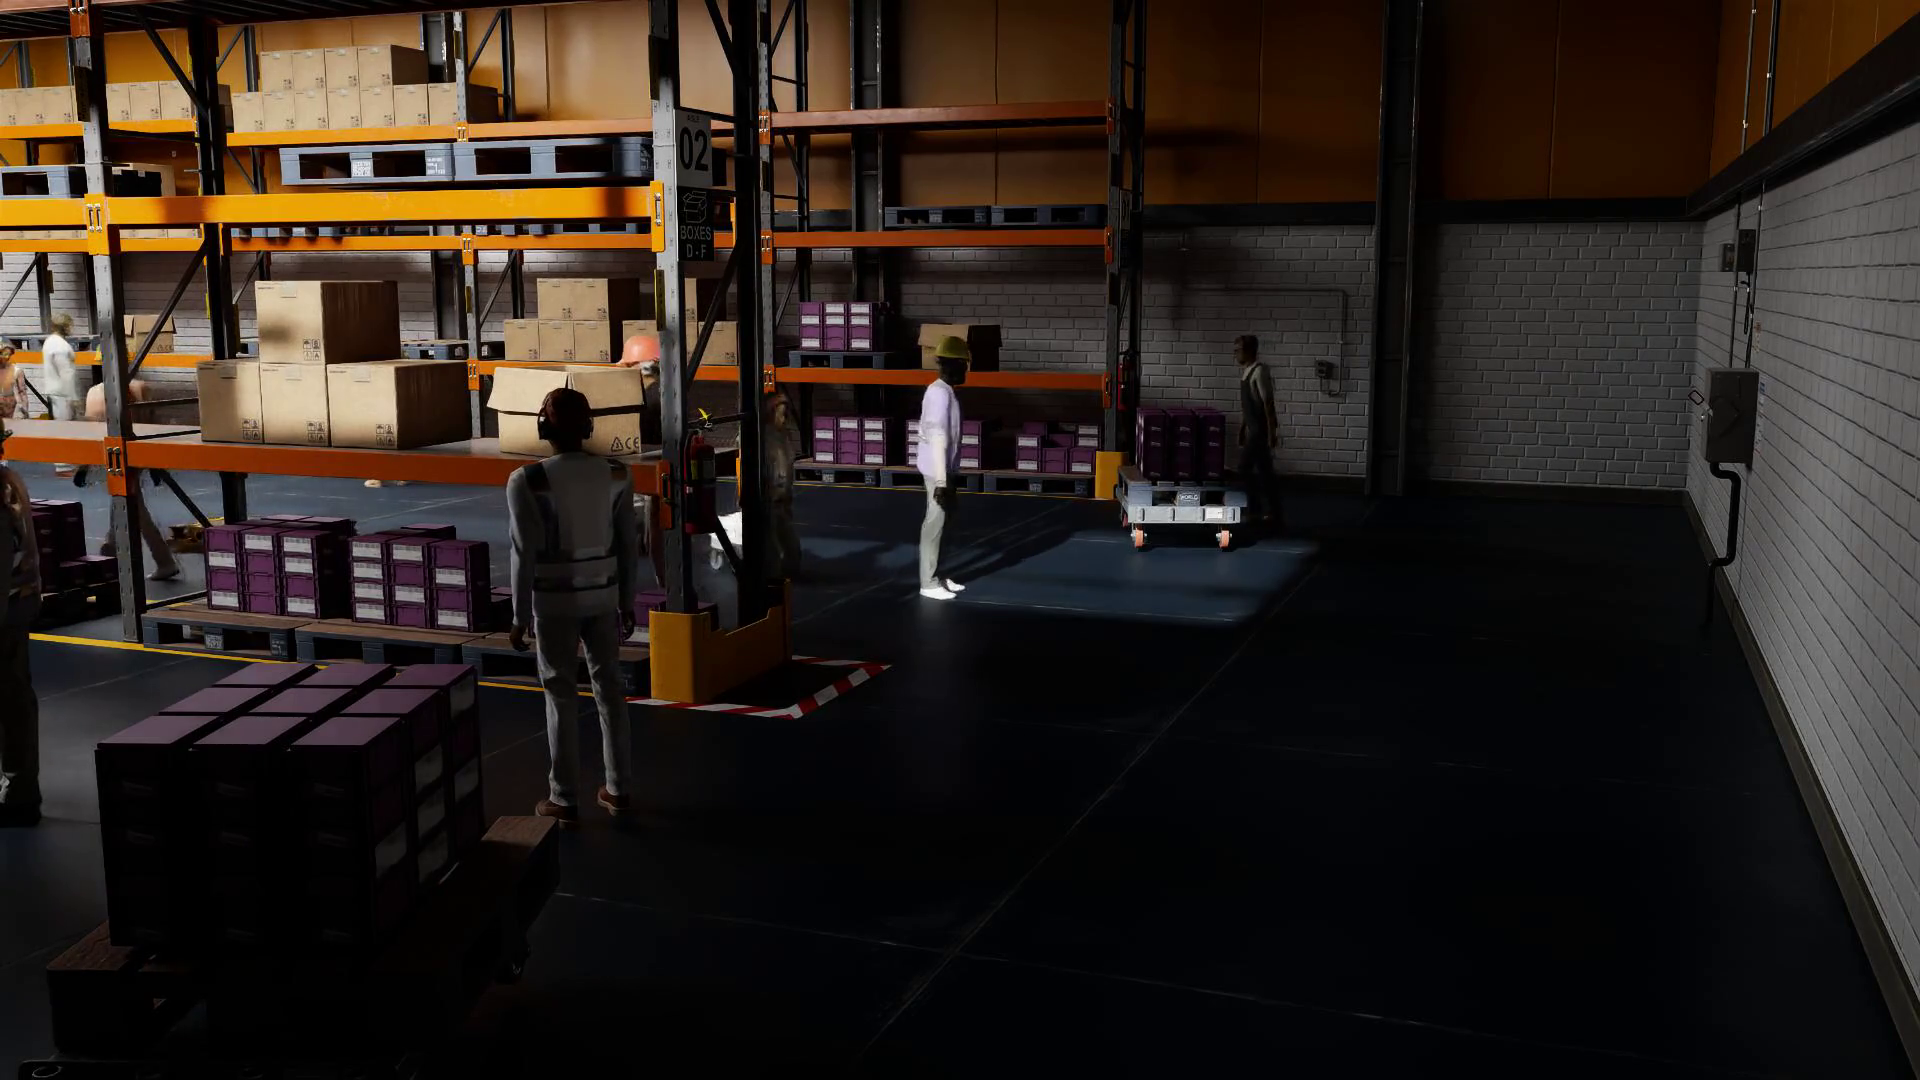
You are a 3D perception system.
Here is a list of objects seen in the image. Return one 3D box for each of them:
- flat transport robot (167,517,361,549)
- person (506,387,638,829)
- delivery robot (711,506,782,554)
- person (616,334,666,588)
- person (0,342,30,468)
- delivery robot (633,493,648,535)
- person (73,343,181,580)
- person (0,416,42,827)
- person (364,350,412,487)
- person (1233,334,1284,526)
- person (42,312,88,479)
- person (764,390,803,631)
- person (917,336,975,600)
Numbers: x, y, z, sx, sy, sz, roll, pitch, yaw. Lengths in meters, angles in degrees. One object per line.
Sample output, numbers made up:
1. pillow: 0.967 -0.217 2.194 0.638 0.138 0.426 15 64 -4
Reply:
1. flat transport robot: -6.010 -0.062 14.385 1.431 0.197 0.652 1 9 8
2. person: -1.651 0.289 7.133 0.578 1.882 0.346 -7 11 -36
3. delivery robot: -1.675 -0.053 13.150 0.477 0.478 0.707 -7 11 -37
4. person: -1.958 -0.328 10.712 0.446 1.983 0.698 -2 9 -11
5. person: -11.046 -1.484 19.178 0.835 1.575 0.525 8 12 41
6. delivery robot: -2.853 -0.243 14.339 0.477 0.478 0.707 -1 9 -7
7. person: -6.472 -0.617 12.869 0.996 1.882 0.608 3 9 15
8. person: -4.166 0.313 7.141 0.403 1.834 0.588 -4 10 -24
9. person: -6.405 -1.481 18.495 0.583 1.851 0.638 7 12 38
10. person: 2.780 -1.021 15.622 0.624 1.799 0.512 0 9 1
11. person: -10.404 -1.672 19.281 0.352 1.937 0.635 -7 12 -38
12. person: -1.236 -0.183 10.949 0.368 1.619 0.533 4 10 21
13. person: -0.093 -0.522 12.179 0.451 1.908 0.633 0 9 3
